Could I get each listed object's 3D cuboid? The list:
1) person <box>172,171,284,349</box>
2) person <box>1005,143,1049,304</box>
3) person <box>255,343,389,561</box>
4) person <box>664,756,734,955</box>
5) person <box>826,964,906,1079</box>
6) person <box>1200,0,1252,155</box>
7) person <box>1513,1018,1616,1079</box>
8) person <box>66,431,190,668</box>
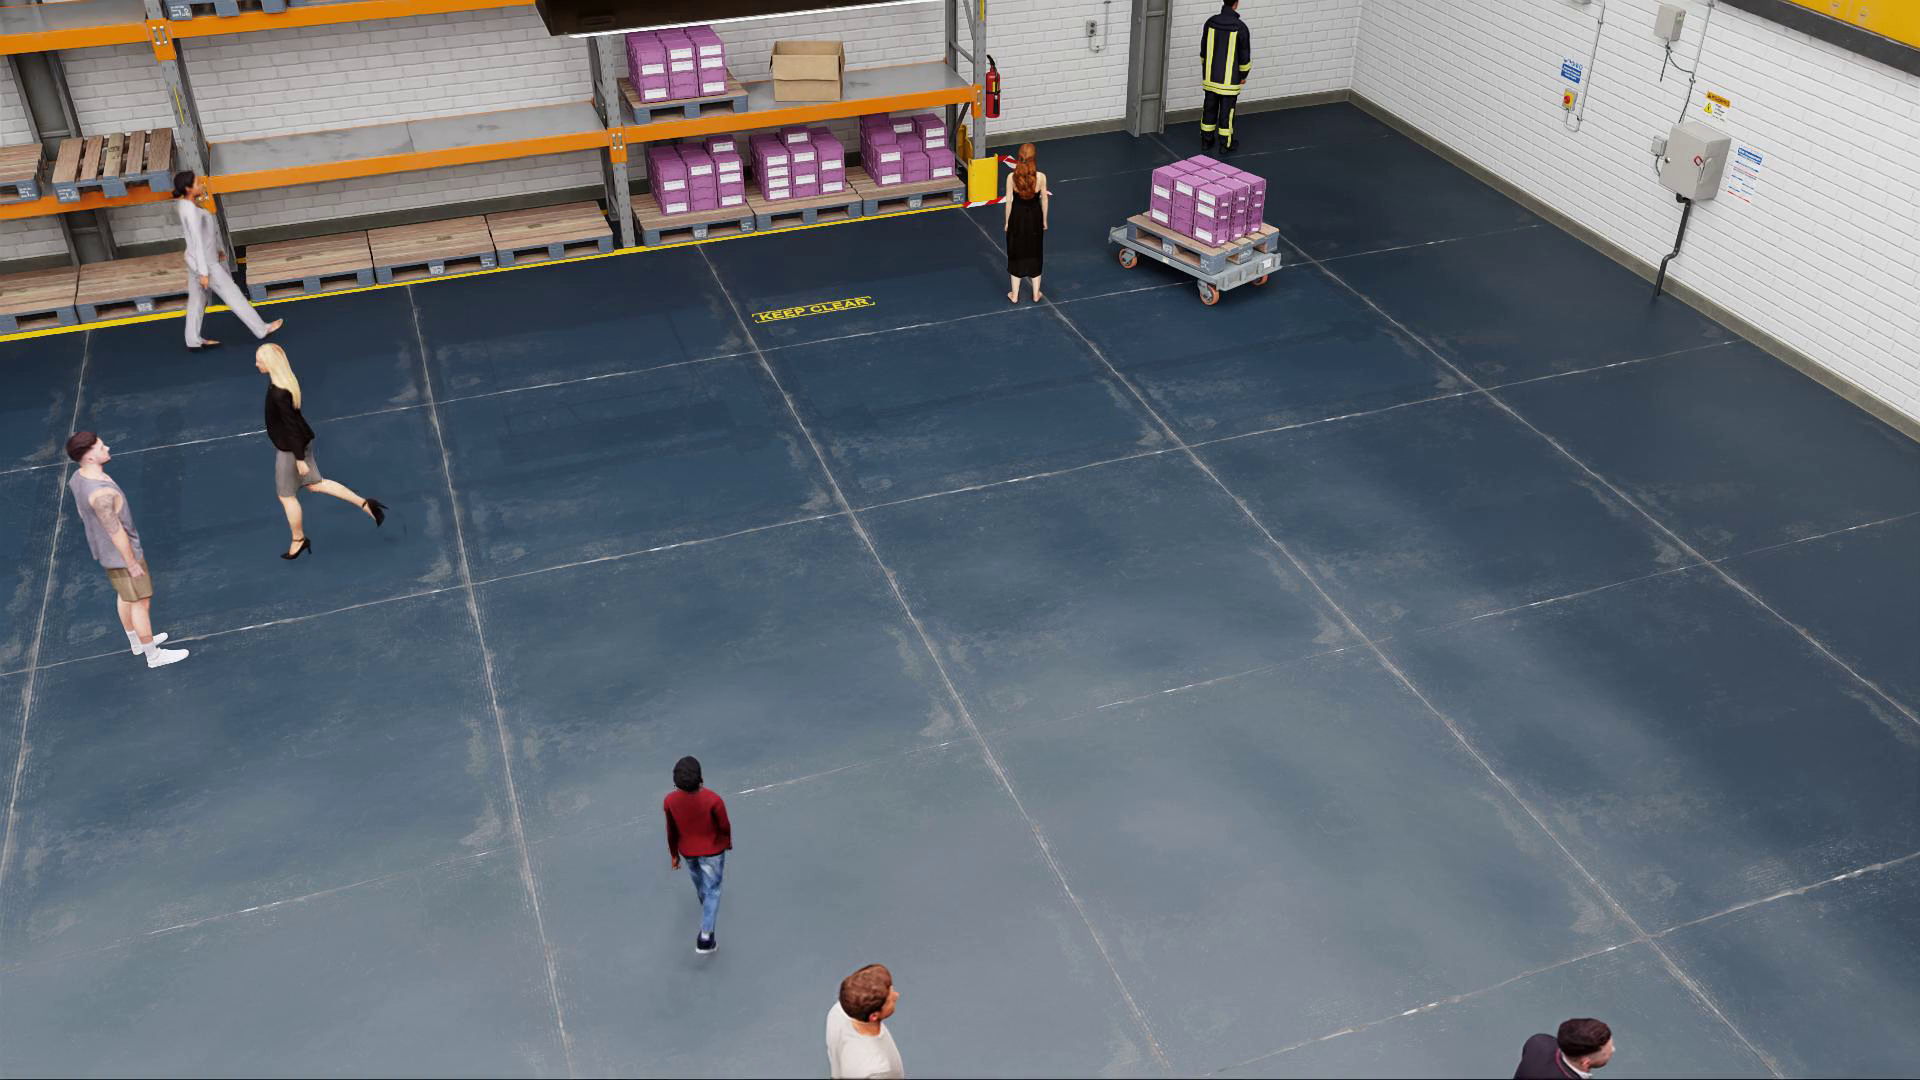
[{"bbox_3d":[-7.060,-2.533,15.344,1.153,1.692,0.817,-18,38,-25],"label":"person"},{"bbox_3d":[0.640,-3.094,16.248,0.595,1.625,0.702,-2,34,-3],"label":"person"},{"bbox_3d":[-4.847,-0.661,12.415,1.077,1.816,0.652,-9,35,-13],"label":"person"},{"bbox_3d":[-1.458,1.750,9.299,0.870,1.250,0.821,5,34,8],"label":"person"},{"bbox_3d":[-0.403,2.596,7.436,0.588,1.903,0.693,-15,36,-21],"label":"person"},{"bbox_3d":[3.118,-5.563,19.690,0.895,1.927,0.917,19,38,26],"label":"person"},{"bbox_3d":[2.552,2.723,7.300,0.624,1.843,0.712,-4,34,-6],"label":"person"},{"bbox_3d":[-5.749,0.061,11.367,0.715,1.845,0.720,27,42,35],"label":"person"}]
